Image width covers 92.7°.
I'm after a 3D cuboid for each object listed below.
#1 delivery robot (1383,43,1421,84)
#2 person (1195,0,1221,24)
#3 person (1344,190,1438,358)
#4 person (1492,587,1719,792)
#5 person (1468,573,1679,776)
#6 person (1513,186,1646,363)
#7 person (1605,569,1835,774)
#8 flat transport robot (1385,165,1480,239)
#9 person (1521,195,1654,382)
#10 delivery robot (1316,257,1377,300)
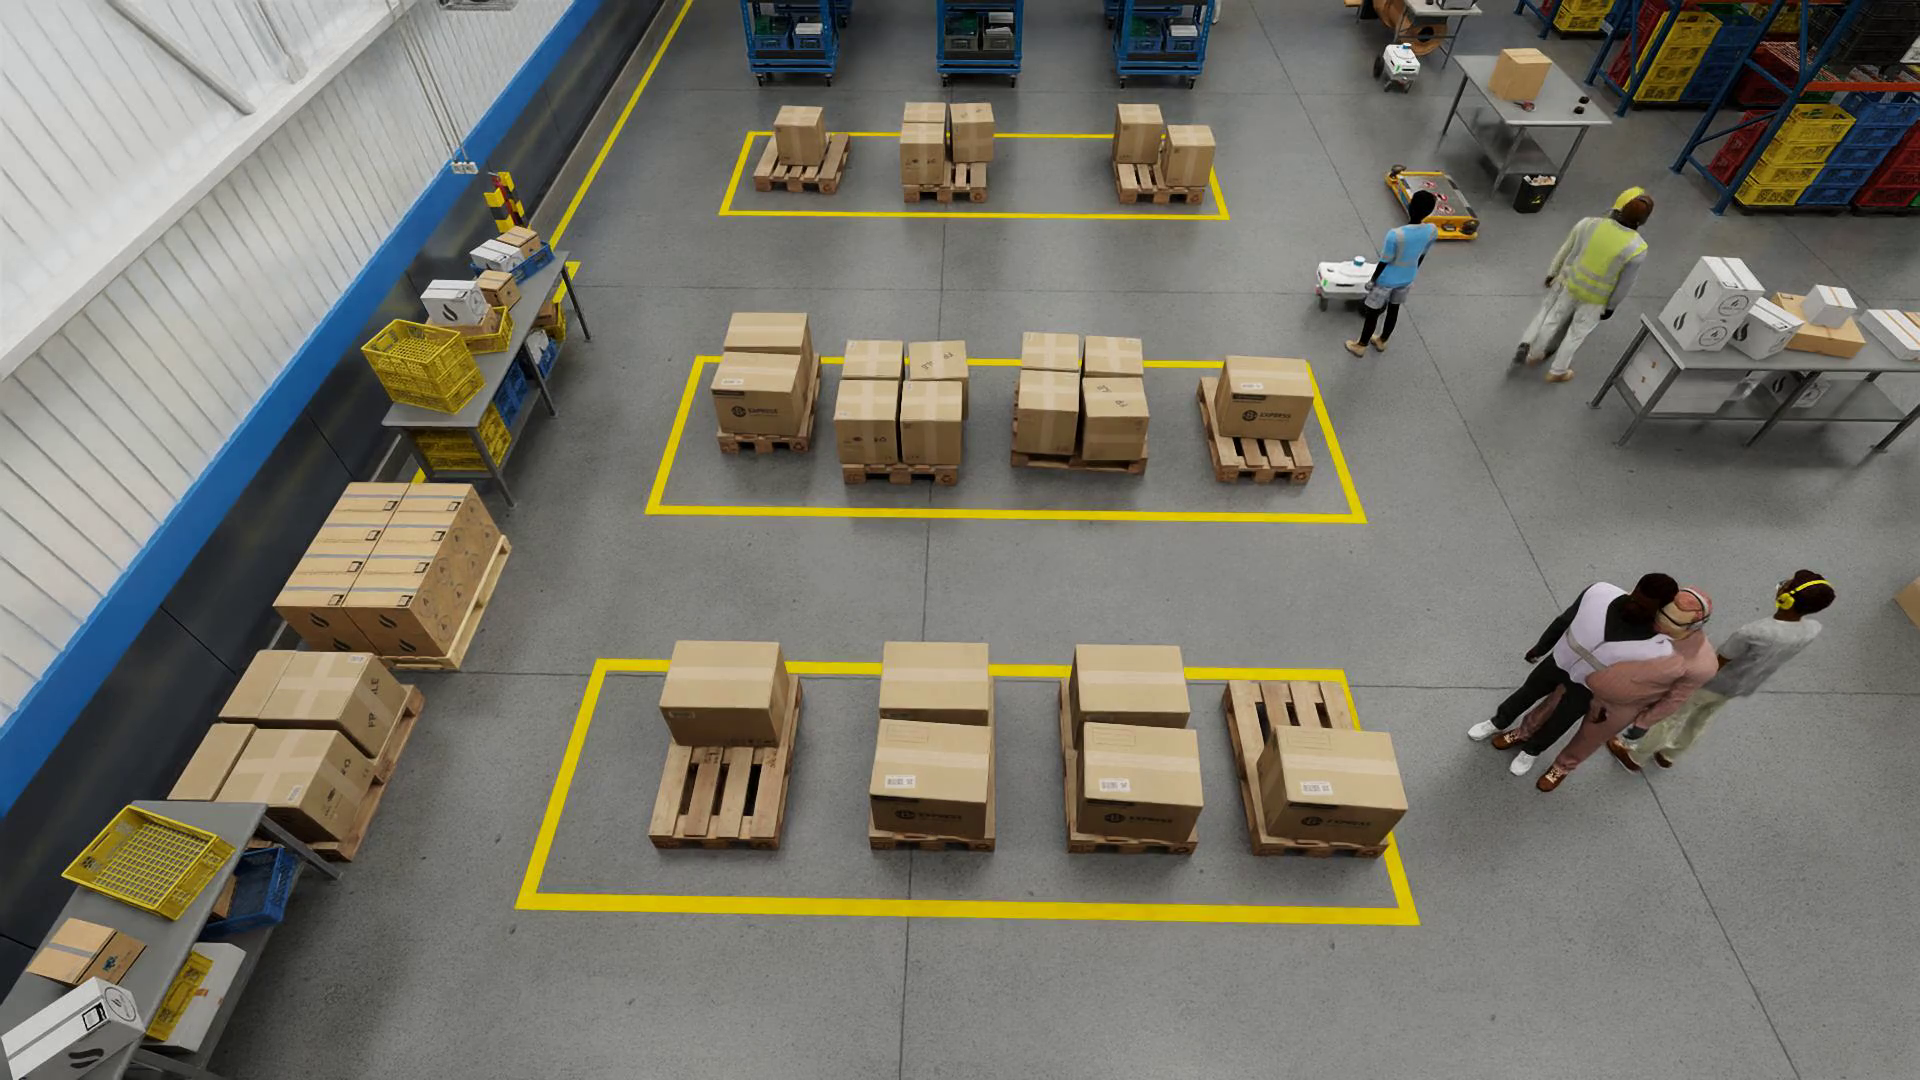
[{"bbox_3d":[6.383,-6.916,13.255,0.477,0.478,0.707,2,49,2],"label":"delivery robot"},{"bbox_3d":[4.026,-9.044,14.443,0.517,1.638,0.315,6,49,5],"label":"person"},{"bbox_3d":[4.135,-2.512,8.752,0.540,1.695,0.317,-13,50,-11],"label":"person"},{"bbox_3d":[3.972,0.918,5.647,0.407,1.905,0.655,-23,53,-18],"label":"person"},{"bbox_3d":[3.867,0.826,5.718,0.390,1.920,0.587,-25,54,-20],"label":"person"},{"bbox_3d":[5.819,-2.416,8.595,0.605,1.813,0.707,36,58,27],"label":"person"},{"bbox_3d":[4.736,0.870,5.724,0.516,1.861,0.346,-5,49,-5],"label":"person"},{"bbox_3d":[5.692,-4.094,11.059,0.652,0.197,1.431,1,49,1],"label":"flat transport robot"},{"bbox_3d":[5.832,-2.306,8.478,0.429,1.847,0.625,-19,52,-16],"label":"person"},{"bbox_3d":[4.129,-2.745,9.645,0.707,0.478,0.477,2,49,2],"label":"delivery robot"}]
